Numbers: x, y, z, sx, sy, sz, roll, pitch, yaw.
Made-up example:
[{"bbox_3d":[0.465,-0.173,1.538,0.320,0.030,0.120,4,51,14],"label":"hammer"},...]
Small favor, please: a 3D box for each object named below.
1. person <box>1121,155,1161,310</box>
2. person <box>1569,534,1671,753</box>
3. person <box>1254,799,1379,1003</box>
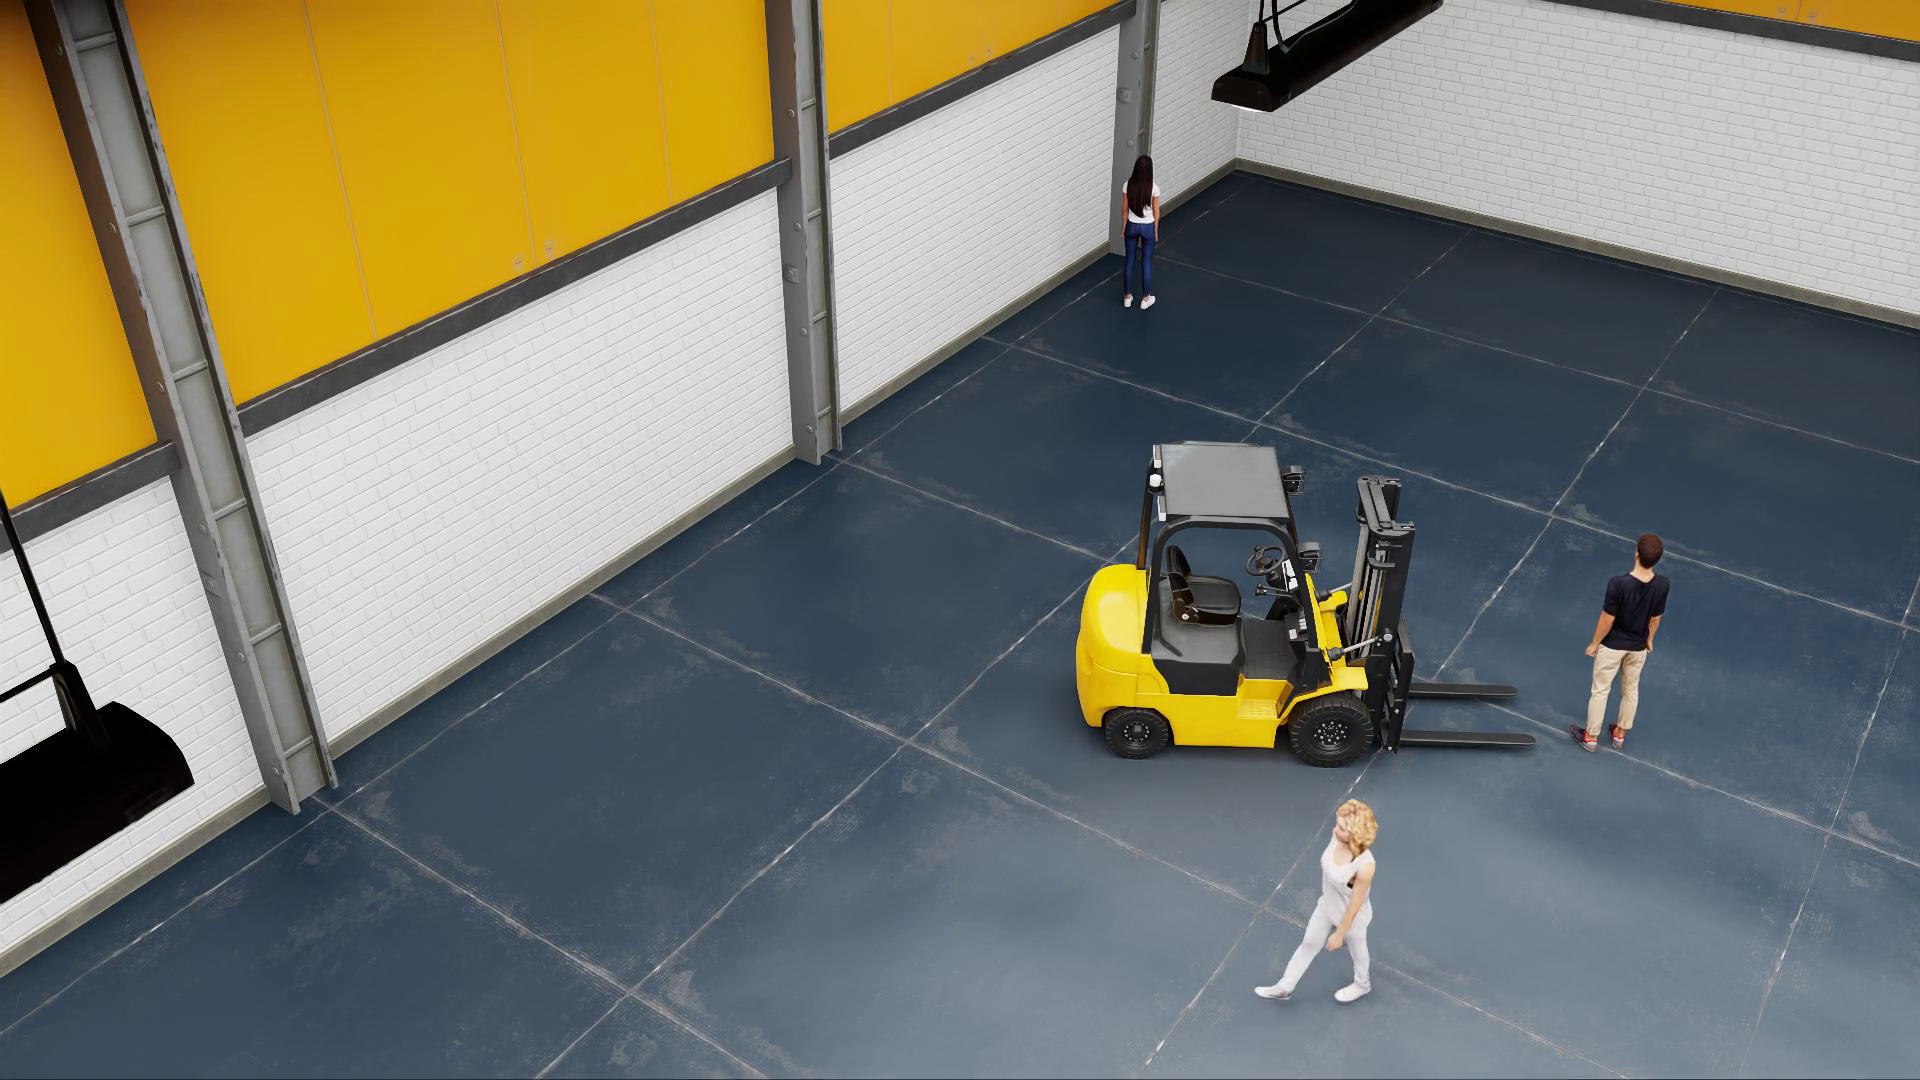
[{"bbox_3d":[2.020,-3.455,18.651,0.624,1.775,0.580,13,36,19],"label":"person"},{"bbox_3d":[4.881,0.763,12.230,0.706,1.858,0.746,-3,34,-5],"label":"person"},{"bbox_3d":[2.439,2.256,10.189,1.089,1.630,0.945,-12,35,-17],"label":"person"}]
